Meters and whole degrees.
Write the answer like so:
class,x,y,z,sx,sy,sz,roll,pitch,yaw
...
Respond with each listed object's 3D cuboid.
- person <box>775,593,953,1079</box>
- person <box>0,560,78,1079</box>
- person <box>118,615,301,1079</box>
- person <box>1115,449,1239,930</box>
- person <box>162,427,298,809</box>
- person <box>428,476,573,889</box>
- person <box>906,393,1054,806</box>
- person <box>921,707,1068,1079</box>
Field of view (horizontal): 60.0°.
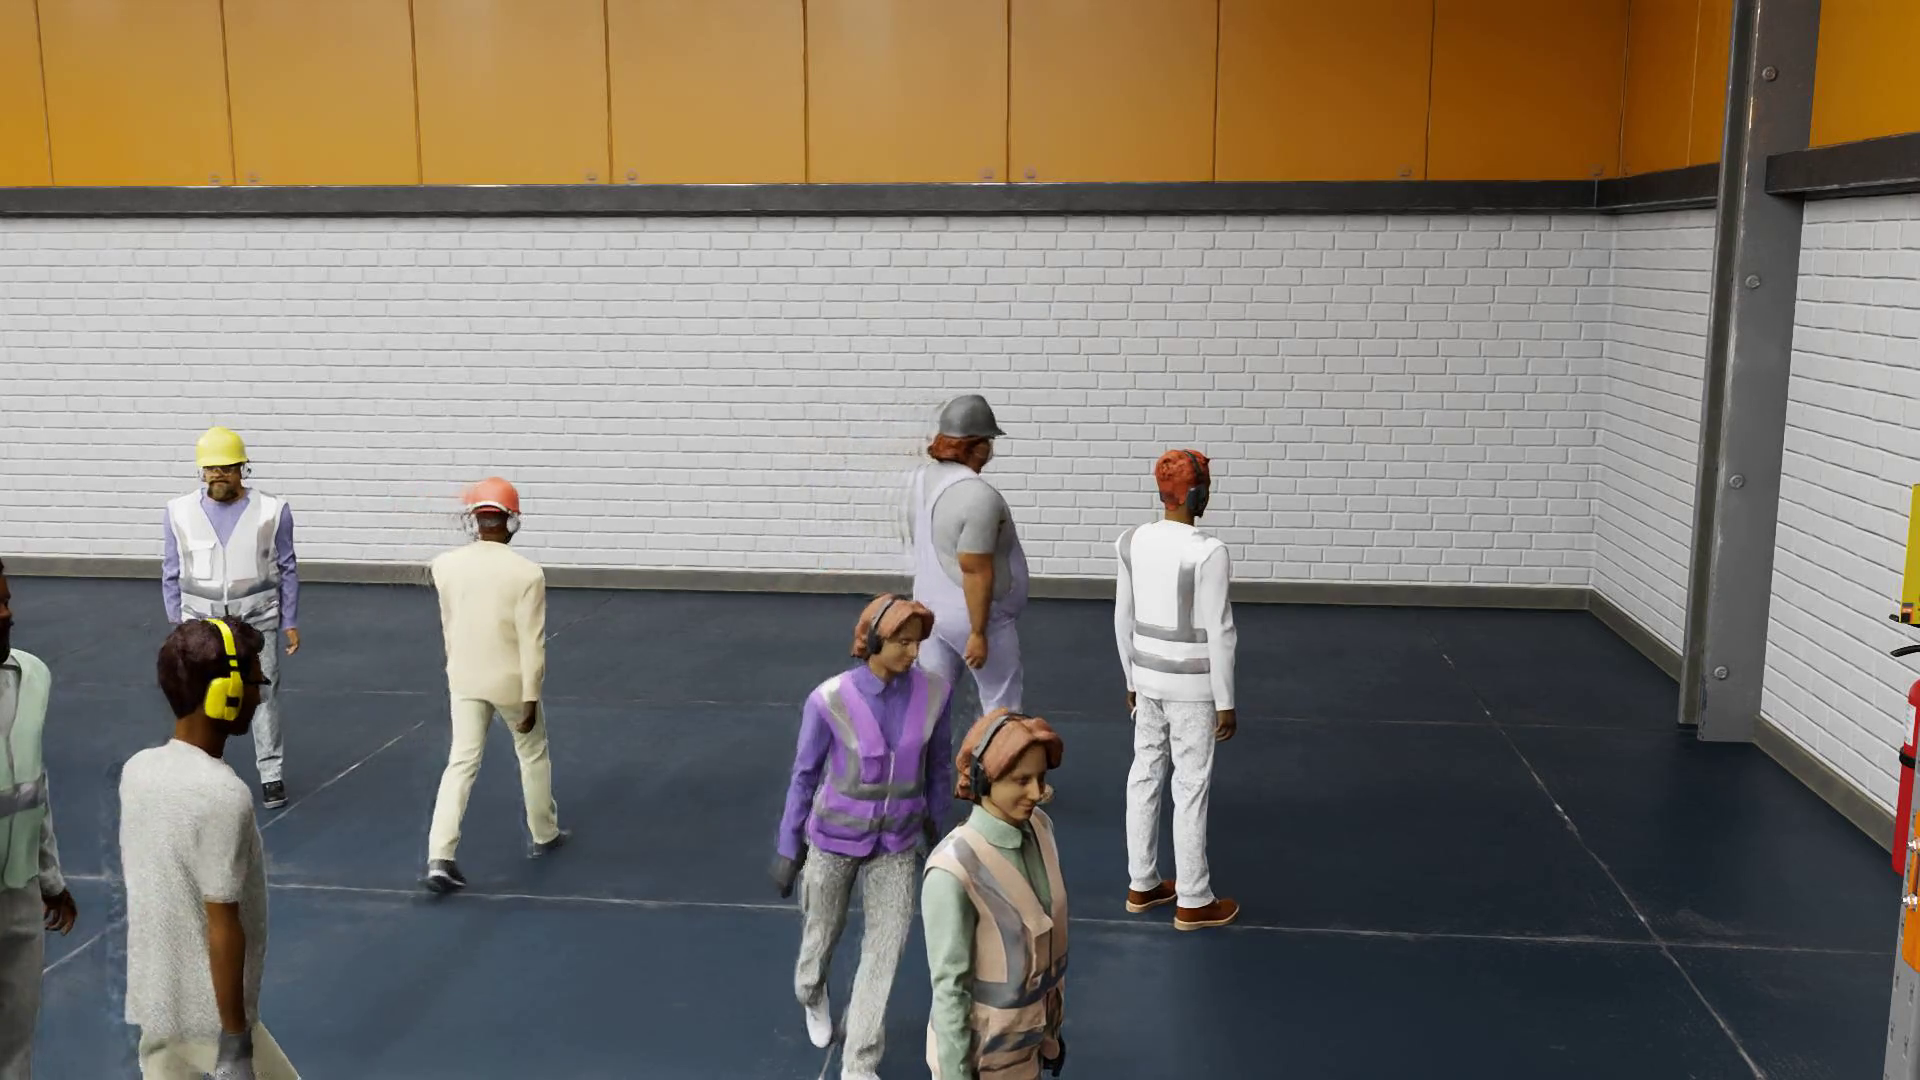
class,x,y,z,sx,sy,sz,roll,pitch,yaw
person,-0.350,0.938,5.312,0.599,1.600,0.675,-5,11,-28
person,-2.572,0.945,4.349,0.399,1.921,0.589,2,10,10
person,-1.643,1.076,3.877,0.531,1.818,0.961,7,12,36
person,0.855,0.582,6.531,0.353,1.883,0.572,-8,13,-39
person,-3.428,0.378,7.840,0.587,1.835,0.404,-3,10,-18
person,-1.994,0.592,7.000,0.560,1.713,0.865,3,10,15
person,-0.045,0.294,7.730,0.956,2.000,0.686,-6,11,-29
person,0.084,1.183,3.797,0.310,1.637,0.514,5,11,27
